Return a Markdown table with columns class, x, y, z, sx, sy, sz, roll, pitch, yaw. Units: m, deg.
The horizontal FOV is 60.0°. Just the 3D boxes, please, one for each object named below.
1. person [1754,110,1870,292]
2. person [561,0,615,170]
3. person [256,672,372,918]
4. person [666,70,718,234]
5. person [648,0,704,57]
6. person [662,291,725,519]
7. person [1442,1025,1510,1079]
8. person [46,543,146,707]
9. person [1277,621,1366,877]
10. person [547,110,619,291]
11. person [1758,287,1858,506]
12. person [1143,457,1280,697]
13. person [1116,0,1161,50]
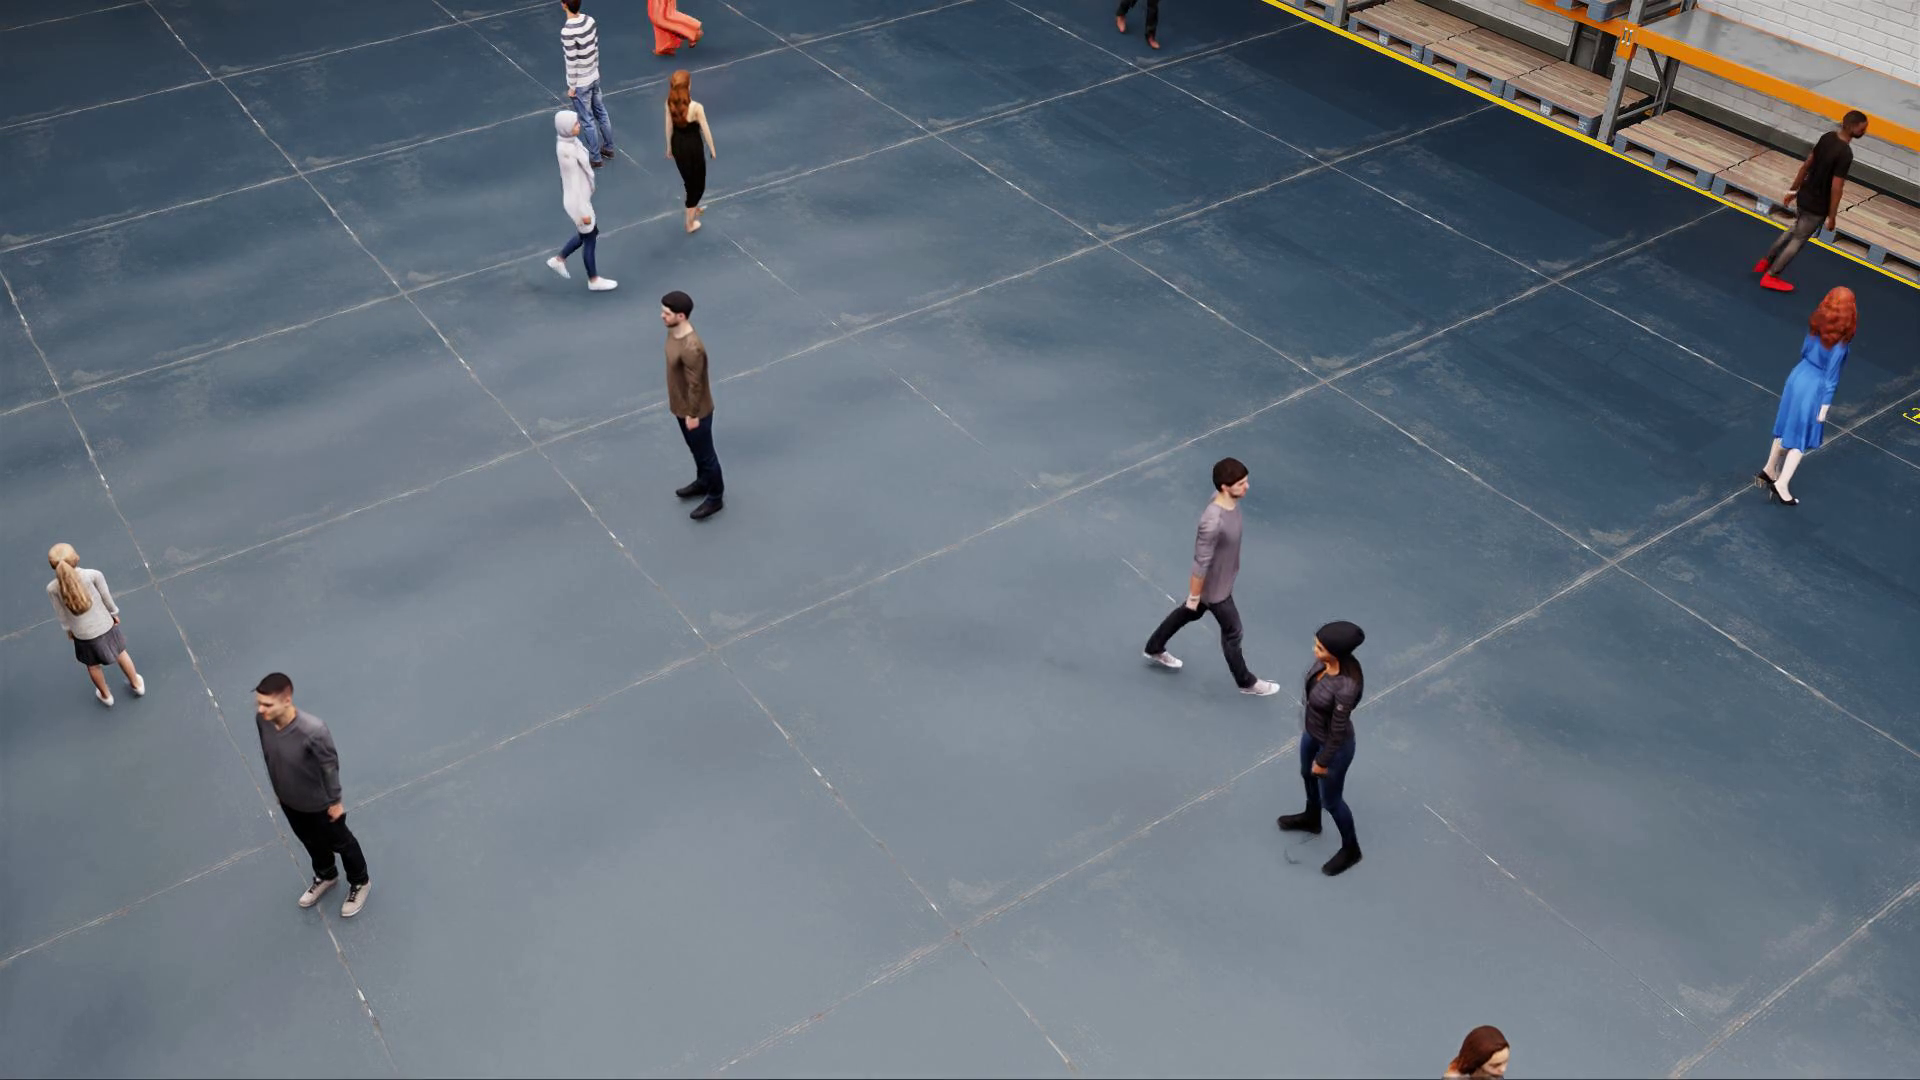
| class | x | y | z | sx | sy | sz | roll | pitch | yaw |
| --- | --- | --- | --- | --- | --- | --- | --- | --- | --- |
| person | 7.627 | -3.059 | 15.007 | 0.889 | 1.772 | 0.800 | -7 | 39 | -9 |
| person | -3.847 | -4.730 | 17.036 | 0.710 | 1.852 | 0.722 | 16 | 41 | 19 |
| person | -3.682 | 1.421 | 9.406 | 0.670 | 1.760 | 0.764 | 13 | 40 | 15 |
| person | -2.645 | -3.679 | 15.915 | 0.817 | 1.608 | 0.851 | 15 | 41 | 18 |
| person | -3.340 | -6.485 | 19.284 | 0.920 | 1.787 | 0.908 | -2 | 39 | -2 |
| person | -1.994 | -1.028 | 12.373 | 0.735 | 1.886 | 0.530 | -18 | 42 | -21 |
| person | 2.368 | 2.783 | 7.923 | 0.537 | 1.484 | 0.479 | -23 | 44 | -26 |
| person | -5.689 | 0.544 | 10.895 | 0.509 | 1.274 | 0.525 | -20 | 43 | -24 |
| person | 2.160 | 1.166 | 9.735 | 0.946 | 1.749 | 0.832 | -2 | 39 | -3 |
| person | -3.510 | -3.020 | 14.966 | 0.895 | 1.762 | 0.902 | -4 | 39 | -5 |
| person | 6.353 | -1.080 | 12.486 | 0.800 | 1.825 | 0.699 | 3 | 39 | 3 |
| person | 1.577 | 0.232 | 10.860 | 1.287 | 1.806 | 1.143 | 12 | 40 | 14 |
| person | 2.149 | -6.767 | 19.685 | 0.825 | 1.729 | 1.161 | -14 | 41 | -17 |
